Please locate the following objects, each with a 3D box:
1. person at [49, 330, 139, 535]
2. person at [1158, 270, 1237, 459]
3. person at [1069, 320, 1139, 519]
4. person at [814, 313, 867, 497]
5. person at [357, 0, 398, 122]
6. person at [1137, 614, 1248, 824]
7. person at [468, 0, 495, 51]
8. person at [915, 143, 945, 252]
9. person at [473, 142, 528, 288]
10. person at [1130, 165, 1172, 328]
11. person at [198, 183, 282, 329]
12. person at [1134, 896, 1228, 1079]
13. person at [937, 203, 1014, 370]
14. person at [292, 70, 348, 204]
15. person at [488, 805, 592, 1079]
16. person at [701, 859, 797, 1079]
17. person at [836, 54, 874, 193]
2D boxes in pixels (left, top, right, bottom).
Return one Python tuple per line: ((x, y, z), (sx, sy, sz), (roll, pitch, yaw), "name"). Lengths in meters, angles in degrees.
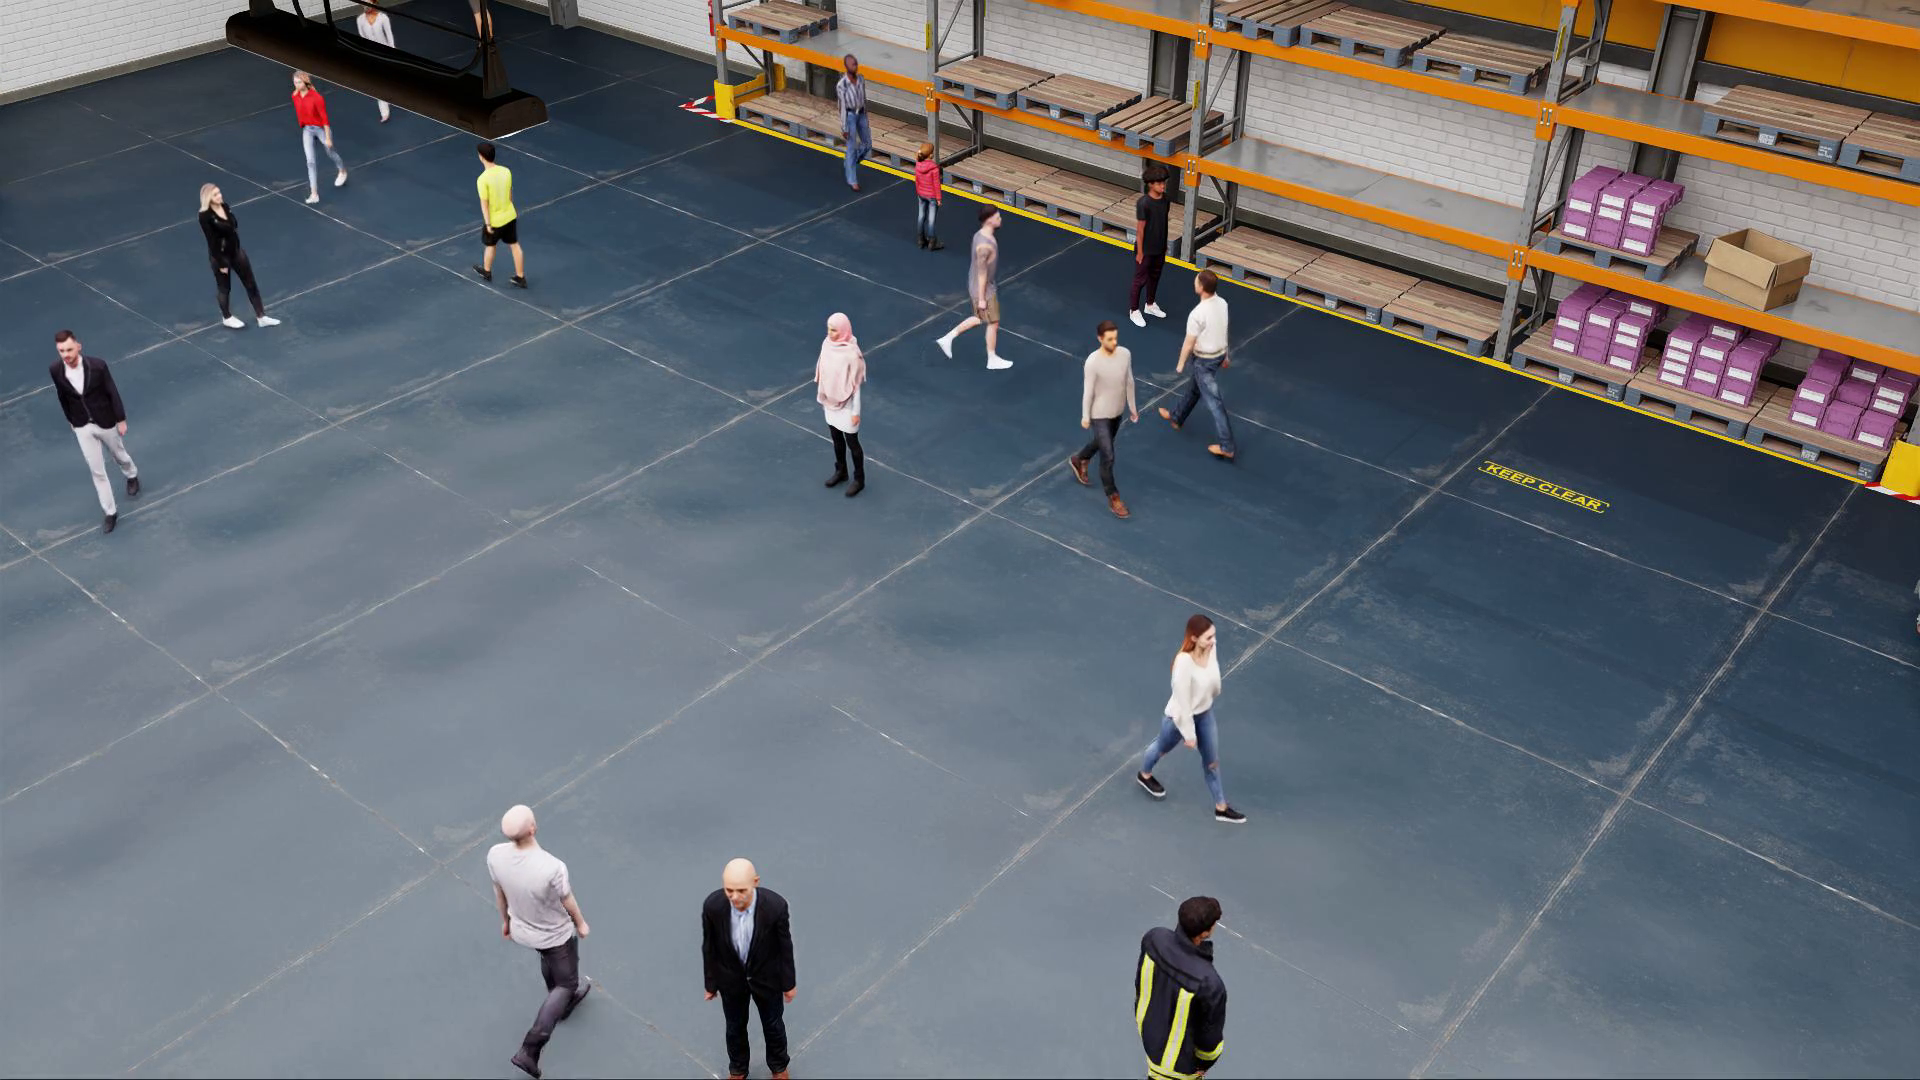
((-7.685, -1.086, 14.874), (1.071, 1.821, 1.205), (-7, 34, -10), "person")
((2.411, -1.620, 15.704), (1.262, 1.792, 0.723), (28, 43, 35), "person")
((1.277, -1.174, 14.993), (0.864, 1.835, 1.248), (-22, 40, -30), "person")
((-1.065, -1.247, 15.135), (0.504, 1.800, 0.673), (26, 42, 34), "person")
((-8.257, -6.940, 23.782), (1.063, 1.708, 1.171), (-6, 34, -9), "person")
((1.510, 1.213, 11.580), (0.720, 1.638, 1.137), (-27, 42, -35), "person")
((-7.650, -8.690, 26.293), (0.589, 1.843, 0.639), (18, 38, 25), "person")
((-0.386, -4.110, 19.877), (0.440, 1.318, 0.570), (23, 40, 31), "person")
((-5.172, -3.666, 18.884), (0.941, 1.679, 0.650), (26, 42, 34), "person")
((2.092, -3.244, 18.156), (0.658, 1.781, 0.594), (-26, 41, -33), "person")
((-8.006, -3.052, 17.978), (1.013, 1.658, 0.832), (12, 35, 17), "person")
((1.116, 2.713, 9.084), (0.987, 1.903, 1.112), (-23, 40, -31), "person")
((0.165, -2.589, 17.188), (1.119, 1.828, 1.037), (-2, 34, -3), "person")
((-8.139, -5.183, 21.200), (1.236, 1.640, 1.121), (6, 34, 9), "person")
((-2.483, 2.339, 9.733), (1.100, 1.808, 0.883), (14, 36, 21), "person")
((-1.198, 2.493, 9.507), (0.749, 1.800, 0.829), (0, 34, 0), "person")
((-1.429, -5.359, 21.339), (0.673, 1.780, 0.663), (27, 42, 35), "person")
